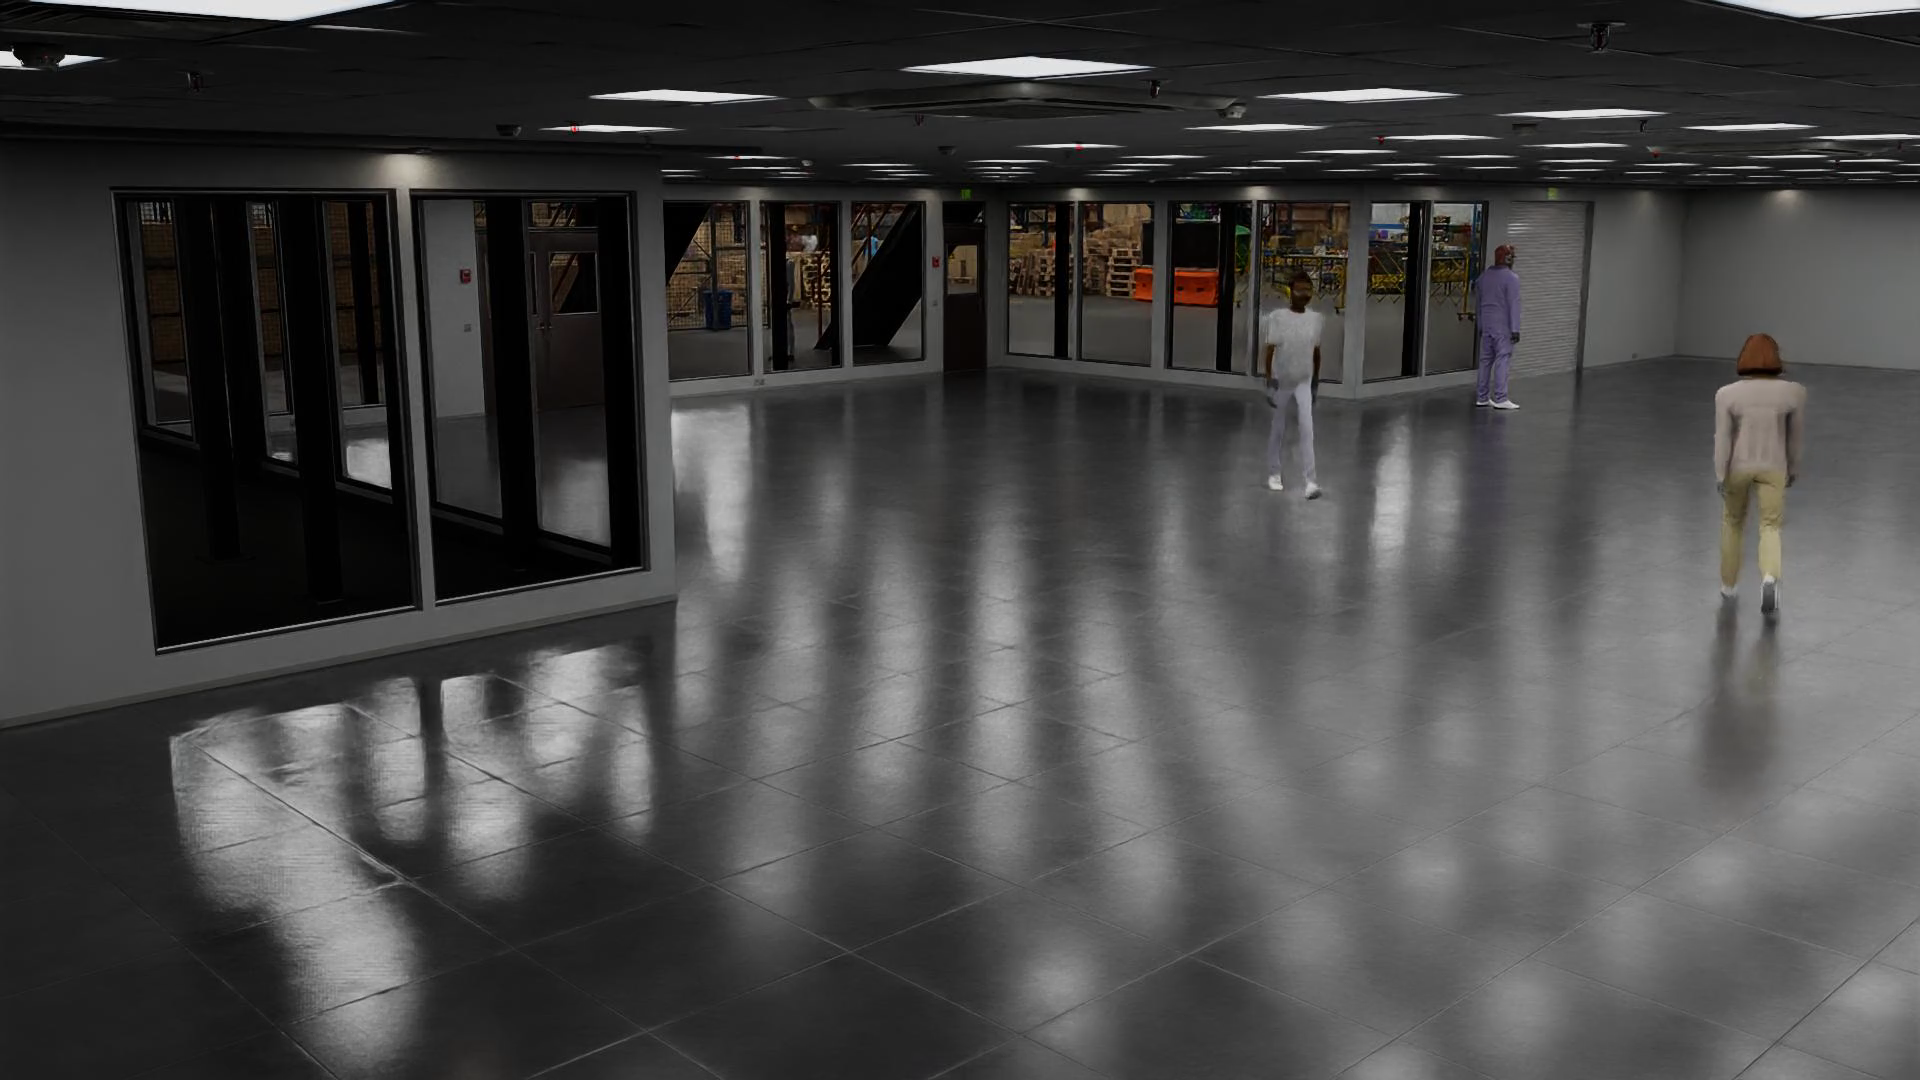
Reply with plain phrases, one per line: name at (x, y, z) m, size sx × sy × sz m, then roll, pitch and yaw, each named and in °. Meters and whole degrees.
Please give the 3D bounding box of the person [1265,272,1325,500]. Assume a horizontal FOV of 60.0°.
person at (2.699, -1.248, 13.459) m, size 0.517 × 1.817 × 0.993 m, roll -1°, pitch 11°, yaw -3°

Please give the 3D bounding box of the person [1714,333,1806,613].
person at (4.637, -0.395, 9.691) m, size 0.492 × 1.605 × 0.732 m, roll 4°, pitch 12°, yaw 21°

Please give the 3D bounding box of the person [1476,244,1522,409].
person at (6.309, -2.484, 19.410) m, size 0.408 × 1.905 × 0.653 m, roll -5°, pitch 12°, yaw -24°
